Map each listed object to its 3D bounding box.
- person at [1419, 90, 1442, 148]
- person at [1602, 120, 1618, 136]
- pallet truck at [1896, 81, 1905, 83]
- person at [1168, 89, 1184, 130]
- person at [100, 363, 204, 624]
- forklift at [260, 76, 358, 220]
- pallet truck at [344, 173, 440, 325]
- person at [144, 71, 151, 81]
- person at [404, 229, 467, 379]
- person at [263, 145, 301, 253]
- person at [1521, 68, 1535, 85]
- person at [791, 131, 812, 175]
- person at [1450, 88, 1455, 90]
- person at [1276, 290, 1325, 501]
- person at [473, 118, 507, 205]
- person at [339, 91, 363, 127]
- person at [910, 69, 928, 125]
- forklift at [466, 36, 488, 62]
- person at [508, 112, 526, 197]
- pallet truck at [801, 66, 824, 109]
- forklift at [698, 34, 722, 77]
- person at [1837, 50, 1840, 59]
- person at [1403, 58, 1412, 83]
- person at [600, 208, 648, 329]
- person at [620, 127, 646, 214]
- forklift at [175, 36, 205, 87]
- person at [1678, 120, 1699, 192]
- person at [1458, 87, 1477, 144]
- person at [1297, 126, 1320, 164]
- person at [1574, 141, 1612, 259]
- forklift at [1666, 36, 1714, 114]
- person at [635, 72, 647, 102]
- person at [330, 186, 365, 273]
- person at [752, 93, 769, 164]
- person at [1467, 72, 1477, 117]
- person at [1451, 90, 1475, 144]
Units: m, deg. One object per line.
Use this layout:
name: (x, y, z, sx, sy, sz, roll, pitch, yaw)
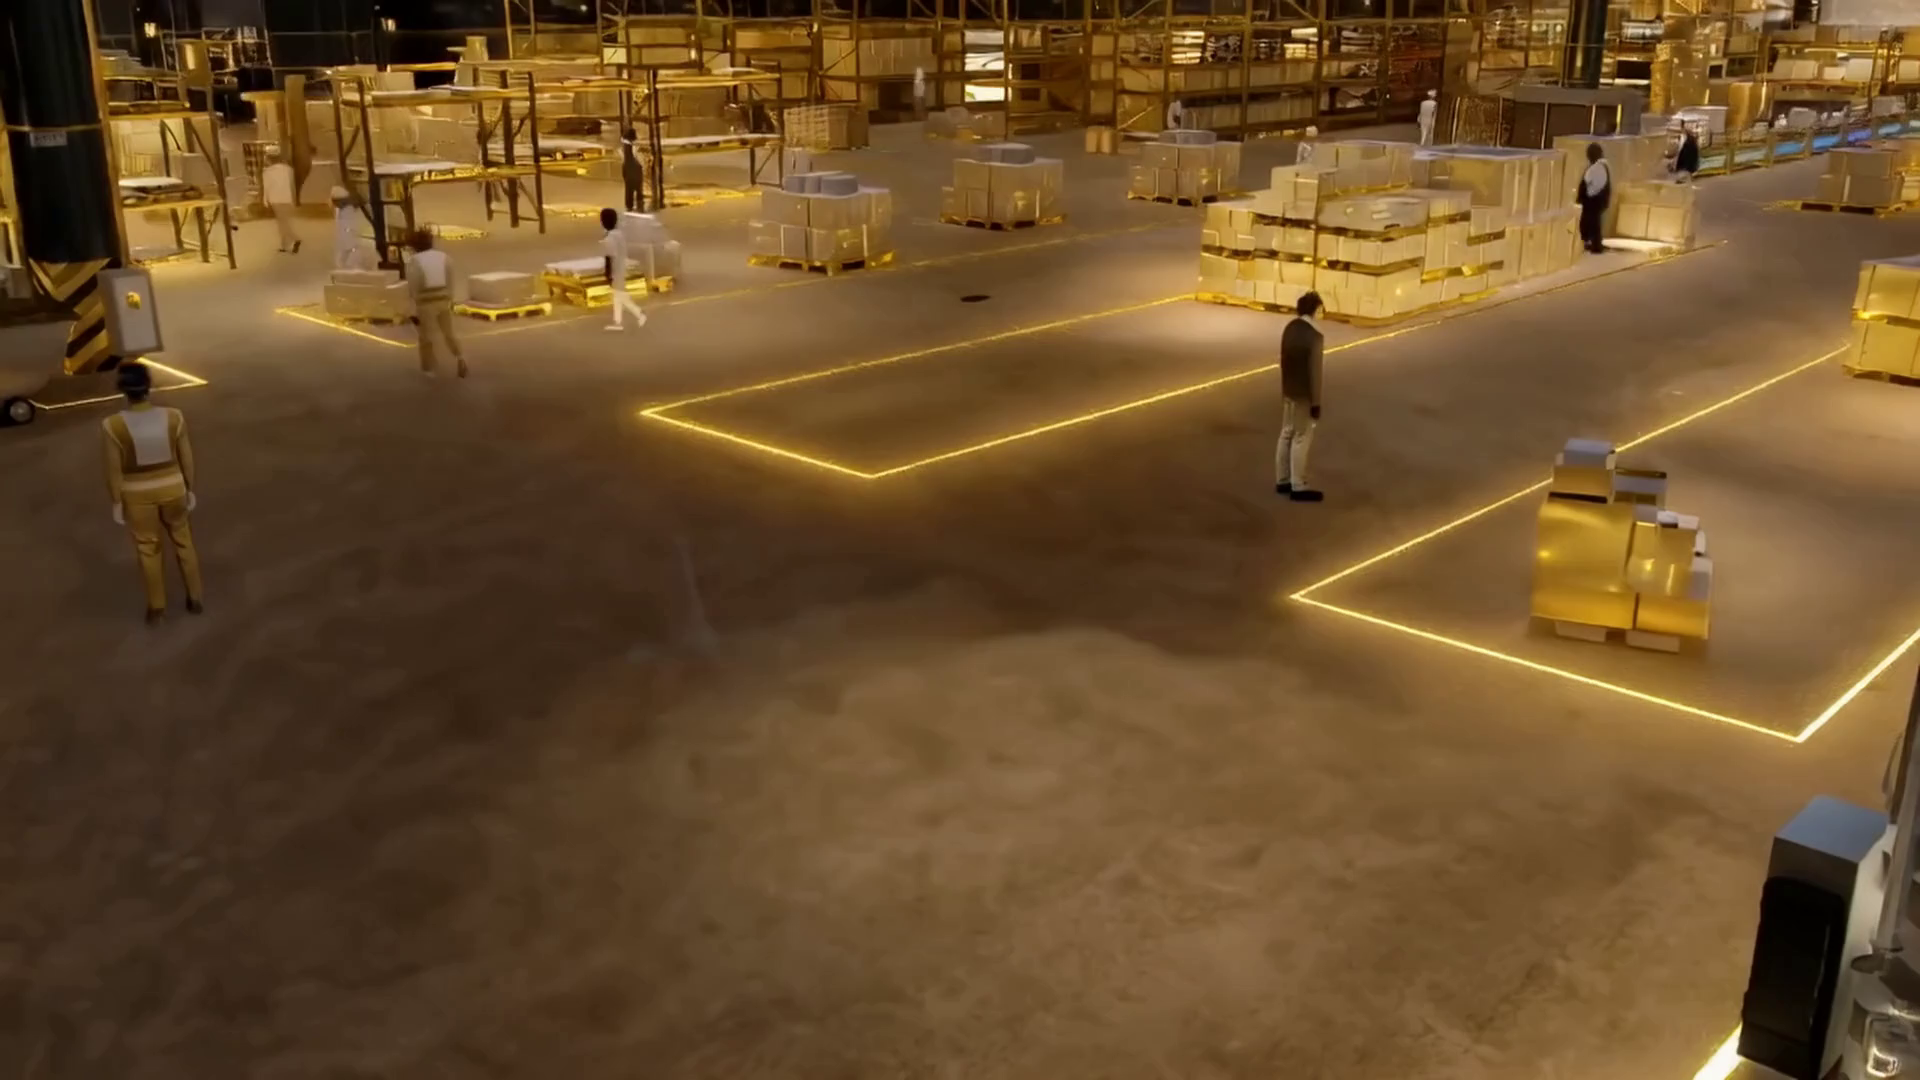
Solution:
person: (13.239, -11.729, 46.776, 0.625, 1.817, 0.424, 14, 23, 36)
person: (14.409, -8.466, 37.083, 0.530, 1.738, 0.524, -3, 19, -9)
pallet truck: (34.802, -16.331, 61.455, 0.653, 1.274, 1.630, 17, 25, 41)
person: (5.790, -11.106, 44.674, 0.366, 1.961, 0.610, -6, 19, -17)
person: (-5.960, -0.346, 12.281, 0.615, 1.945, 0.405, -17, 25, -42)
forklift: (-13.464, -8.053, 34.044, 1.873, 2.768, 1.129, -6, 19, -18)
pallet truck: (-8.209, -4.181, 23.757, 0.823, 1.965, 1.885, 3, 19, 9)
person: (-26.767, -14.526, 55.019, 0.543, 1.940, 0.361, -7, 20, -21)
person: (-6.276, -2.788, 19.836, 0.631, 1.823, 0.737, -17, 25, -41)
person: (-11.972, -6.001, 29.389, 0.735, 1.905, 0.592, 11, 21, 29)
person: (19.697, -15.372, 57.654, 0.645, 1.893, 0.432, -14, 23, -36)
person: (-3.186, -7.215, 33.144, 0.584, 1.845, 0.558, 17, 25, 41)
person: (23.014, -22.001, 77.540, 0.355, 1.936, 0.635, 7, 19, 19)
person: (3.138, -1.323, 15.237, 0.360, 1.938, 0.635, -5, 19, -14)
person: (-10.206, -8.176, 35.972, 0.619, 1.879, 0.698, 15, 24, 39)
person: (-16.145, -10.914, 44.149, 0.652, 1.928, 0.434, -11, 21, -30)
person: (-1.487, -15.308, 57.473, 0.957, 1.878, 0.603, -17, 25, -42)
forklift: (-18.119, -17.583, 62.756, 1.129, 2.768, 1.873, 17, 25, 41)
person: (-10.046, -8.743, 37.693, 0.359, 1.882, 0.579, -2, 18, -7)
pallet truck: (-4.812, -15.182, 56.903, 0.823, 1.965, 1.885, -9, 21, -26)
forklift: (-9.884, -18.719, 66.179, 1.873, 2.768, 1.129, 17, 25, 41)
person: (41.173, -22.274, 78.300, 0.414, 1.985, 0.611, 13, 22, 34)
person: (21.151, -22.171, 78.537, 0.314, 1.629, 0.508, 17, 25, 41)
person: (-4.624, -3.711, 22.828, 0.605, 1.680, 0.546, 1, 18, 3)
person: (-6.679, -7.515, 34.053, 0.506, 1.839, 0.351, 2, 18, 5)
forklift: (-28.422, -17.222, 61.668, 1.873, 2.768, 1.129, 8, 20, 23)
person: (14.750, -7.512, 33.817, 0.409, 1.982, 0.612, 6, 19, 19)
person: (15.263, -12.748, 50.035, 0.535, 1.700, 0.318, 6, 19, 17)
person: (7.079, -7.362, 33.513, 0.549, 1.888, 0.975, -1, 18, -3)
person: (11.023, -5.965, 29.065, 0.758, 2.000, 0.697, 13, 22, 34)
forklift: (27.341, -17.291, 61.877, 1.129, 2.768, 1.873, 17, 25, 41)
person: (-11.705, -16.454, 61.372, 0.528, 1.580, 0.878, 2, 18, 6)
person: (-9.230, -4.412, 24.894, 0.494, 1.717, 0.744, 11, 21, 29)
person: (-5.423, -11.100, 44.829, 0.464, 1.849, 0.606, 17, 25, 42)
person: (18.647, -16.314, 60.915, 0.498, 1.610, 0.726, -16, 24, -40)
person: (14.810, -12.387, 48.986, 0.589, 1.672, 0.576, -15, 24, -38)
